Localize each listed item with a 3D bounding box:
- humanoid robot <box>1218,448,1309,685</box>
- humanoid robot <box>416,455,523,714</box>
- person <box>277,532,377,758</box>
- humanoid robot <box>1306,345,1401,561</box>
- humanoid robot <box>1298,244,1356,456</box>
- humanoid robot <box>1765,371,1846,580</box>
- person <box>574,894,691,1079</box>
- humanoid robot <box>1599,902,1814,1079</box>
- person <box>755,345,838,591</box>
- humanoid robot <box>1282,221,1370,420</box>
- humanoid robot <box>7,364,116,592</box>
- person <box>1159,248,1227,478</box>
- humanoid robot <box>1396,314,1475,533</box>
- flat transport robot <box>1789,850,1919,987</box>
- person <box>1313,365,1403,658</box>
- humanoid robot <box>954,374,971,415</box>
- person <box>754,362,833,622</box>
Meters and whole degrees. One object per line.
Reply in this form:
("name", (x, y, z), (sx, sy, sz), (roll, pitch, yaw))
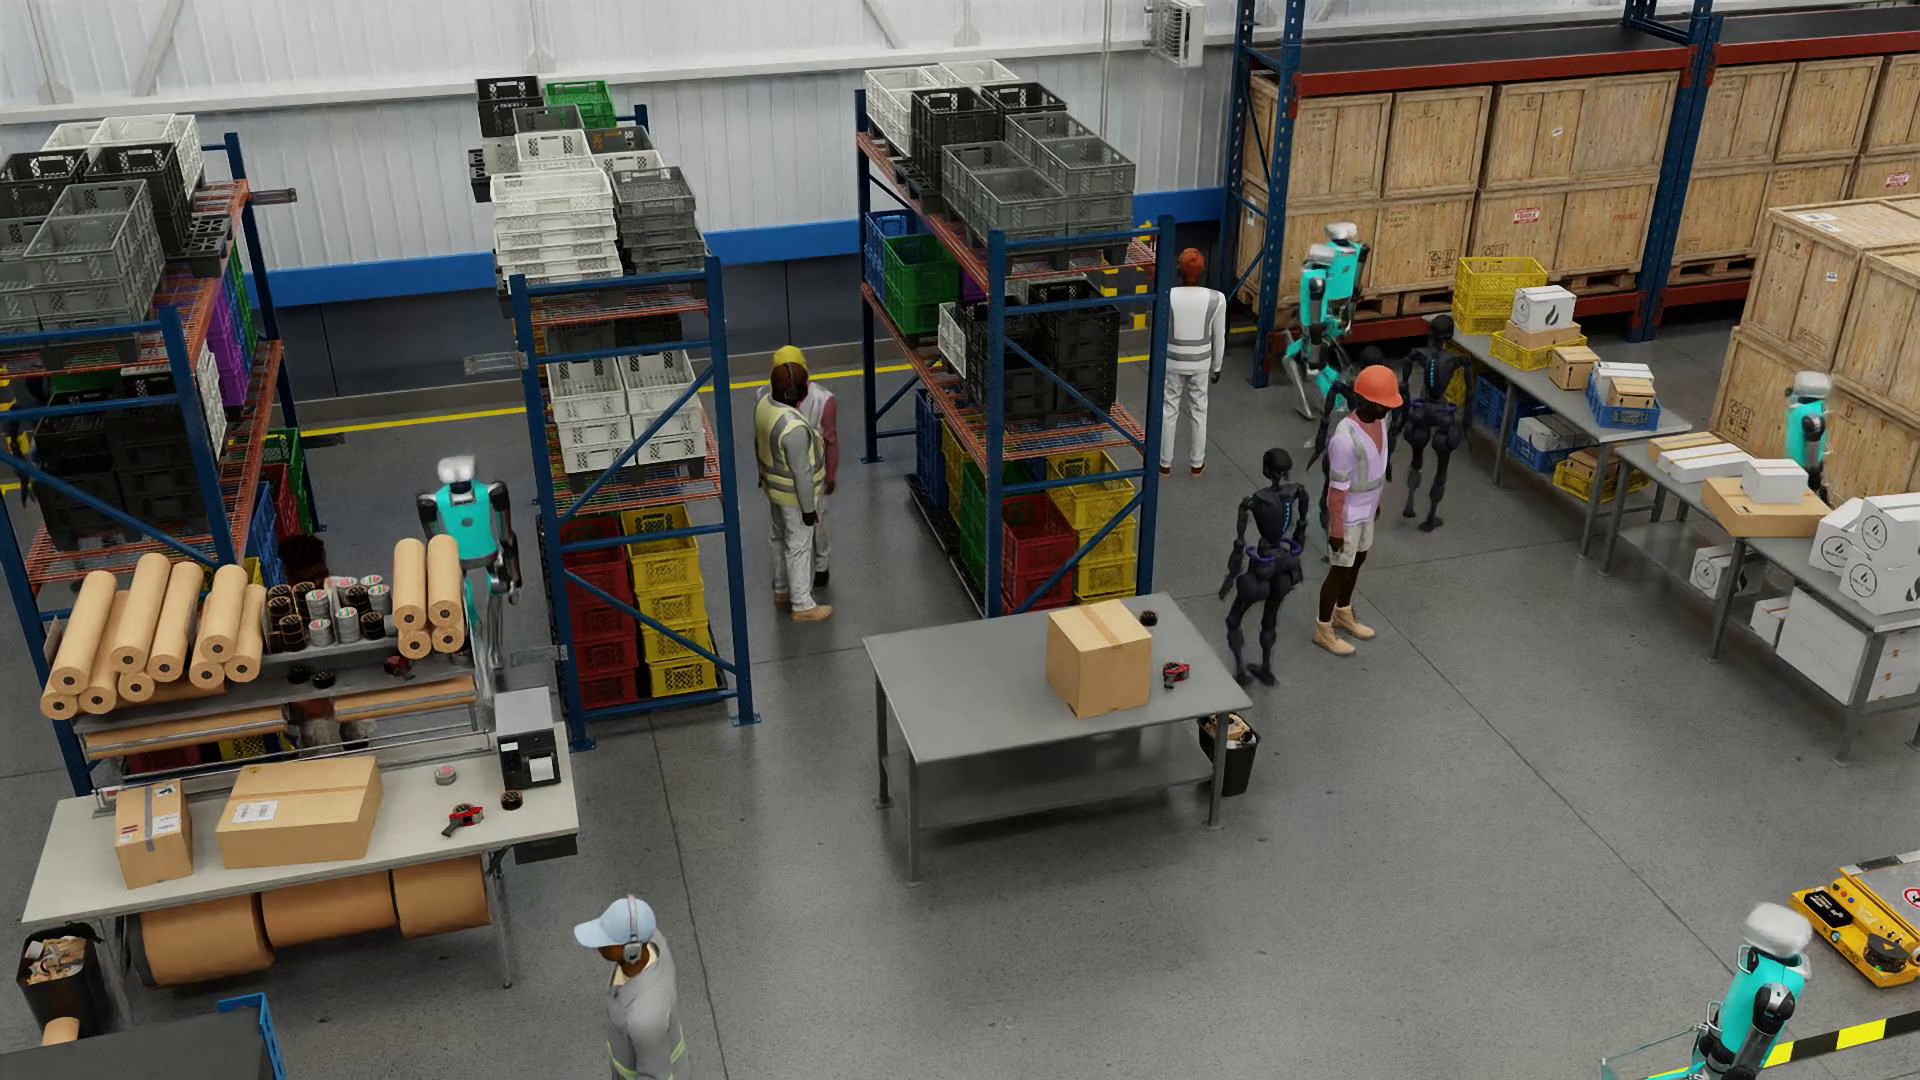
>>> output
("humanoid robot", (1.915, 0.174, 10.371), (0.610, 1.648, 0.322), (-15, 32, -25))
("humanoid robot", (-2.996, 0.197, 10.289), (0.546, 1.739, 1.024), (-9, 30, -16))
("person", (-3.368, 0.827, 8.895), (0.364, 1.964, 0.609), (19, 34, 30))
("humanoid robot", (2.789, -0.585, 11.807), (0.607, 1.663, 0.371), (1, 29, 1))
("humanoid robot", (2.991, -1.488, 13.368), (0.683, 1.811, 0.545), (2, 29, 3))
("humanoid robot", (5.865, -0.306, 11.183), (0.949, 1.710, 0.576), (4, 29, 7))
("person", (-1.258, 2.145, 6.614), (0.369, 1.852, 0.588), (-7, 30, -12))
("humanoid robot", (2.862, 2.099, 6.678), (0.735, 1.677, 0.533), (12, 31, 21))
("person", (-1.125, -0.493, 11.443), (0.592, 1.825, 0.403), (6, 29, 11))
("humanoid robot", (3.005, -1.887, 14.010), (0.530, 1.743, 0.673), (-13, 31, -22))
("humanoid robot", (-6.243, -0.482, 11.575), (0.589, 1.641, 0.500), (-8, 30, -14))
("person", (1.762, -1.365, 12.968), (0.574, 1.883, 0.356), (2, 29, 3))
("humanoid robot", (3.496, -0.857, 12.250), (0.599, 1.642, 0.364), (17, 33, 28))
("flat transport robot", (5.163, 1.916, 8.676), (1.431, 0.231, 0.659), (-8, 30, -14))
("person", (2.557, -0.188, 10.683), (0.401, 2.030, 0.610), (20, 34, 31))
("humanoid robot", (0.157, -1.757, 13.809), (0.708, 1.766, 0.551), (2, 29, 3))
("person", (-1.110, -0.328, 11.127), (0.429, 1.840, 0.635), (-15, 32, -25))
